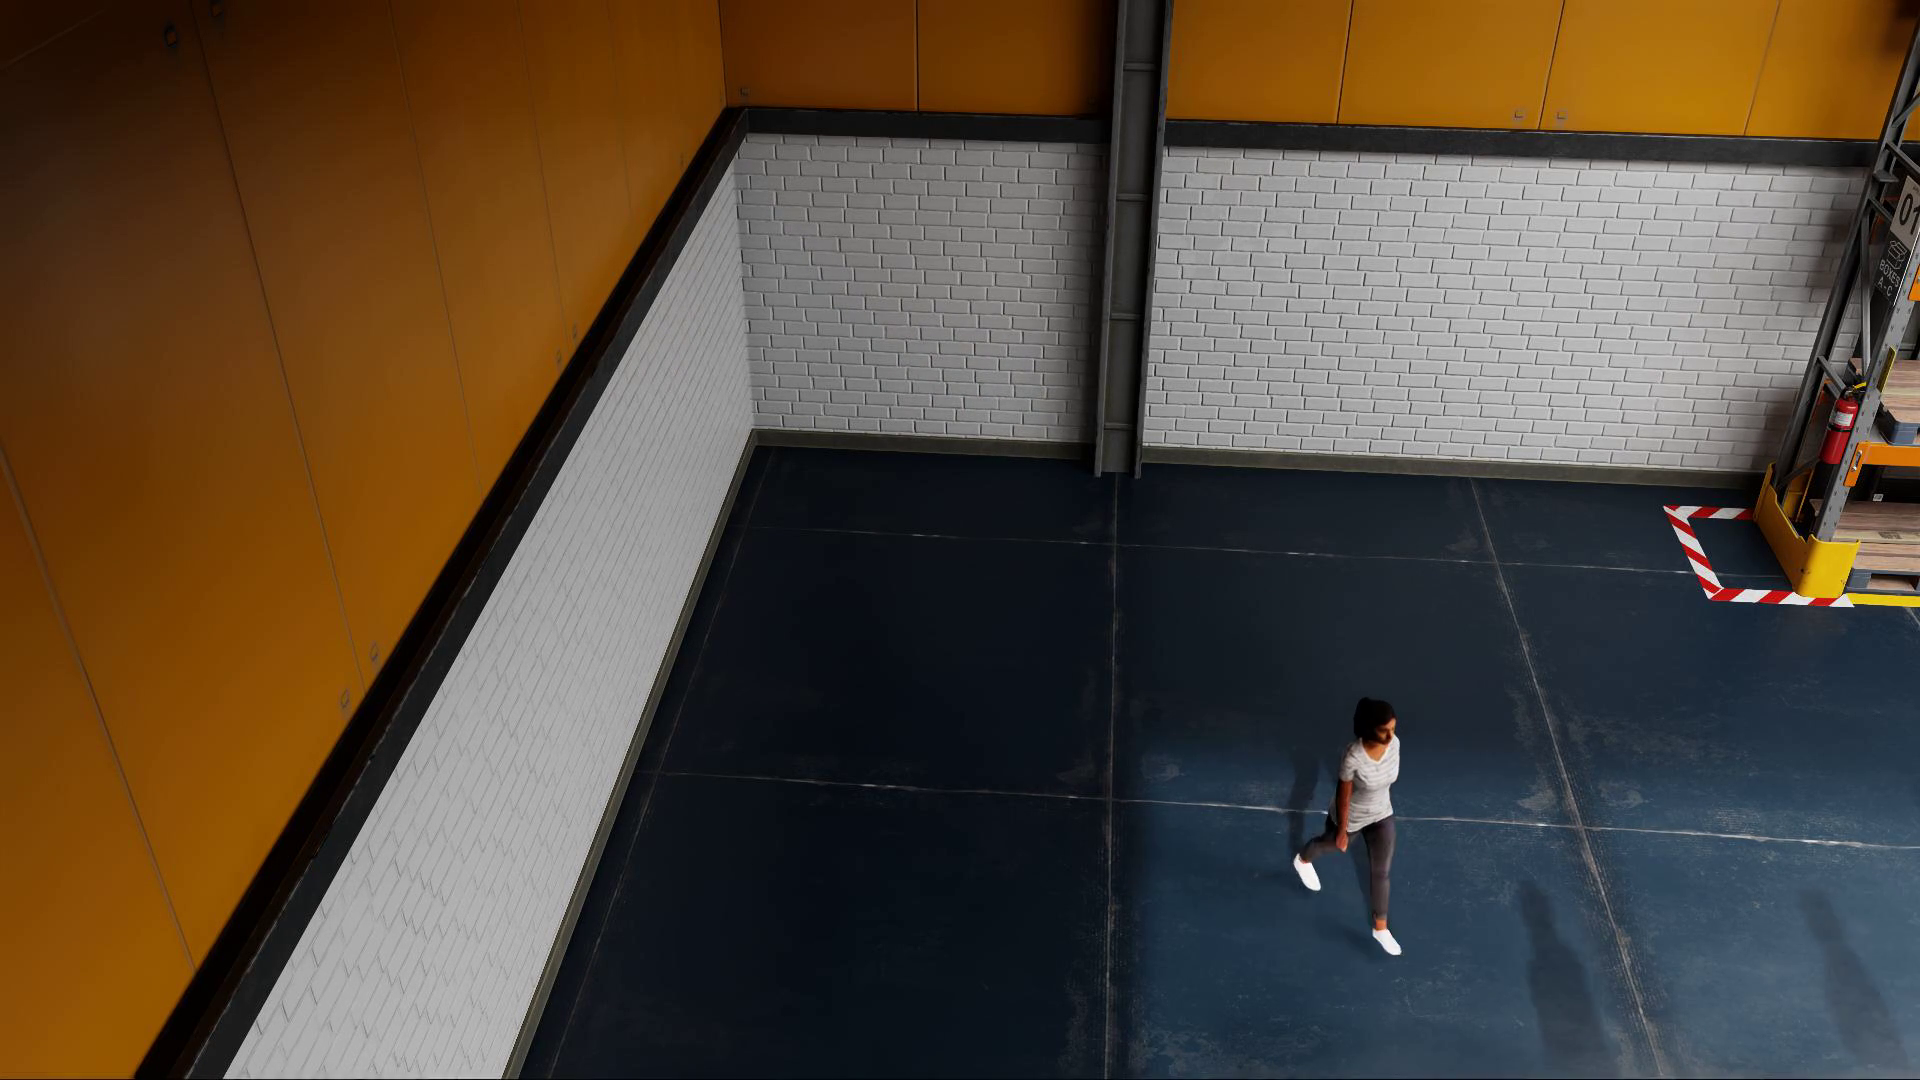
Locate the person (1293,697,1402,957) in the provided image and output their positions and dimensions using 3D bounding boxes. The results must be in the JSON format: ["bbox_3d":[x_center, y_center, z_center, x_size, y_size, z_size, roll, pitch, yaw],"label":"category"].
[{"bbox_3d":[2.241,1.544,9.603,1.135,1.596,1.024,-15,36,-21],"label":"person"}]
